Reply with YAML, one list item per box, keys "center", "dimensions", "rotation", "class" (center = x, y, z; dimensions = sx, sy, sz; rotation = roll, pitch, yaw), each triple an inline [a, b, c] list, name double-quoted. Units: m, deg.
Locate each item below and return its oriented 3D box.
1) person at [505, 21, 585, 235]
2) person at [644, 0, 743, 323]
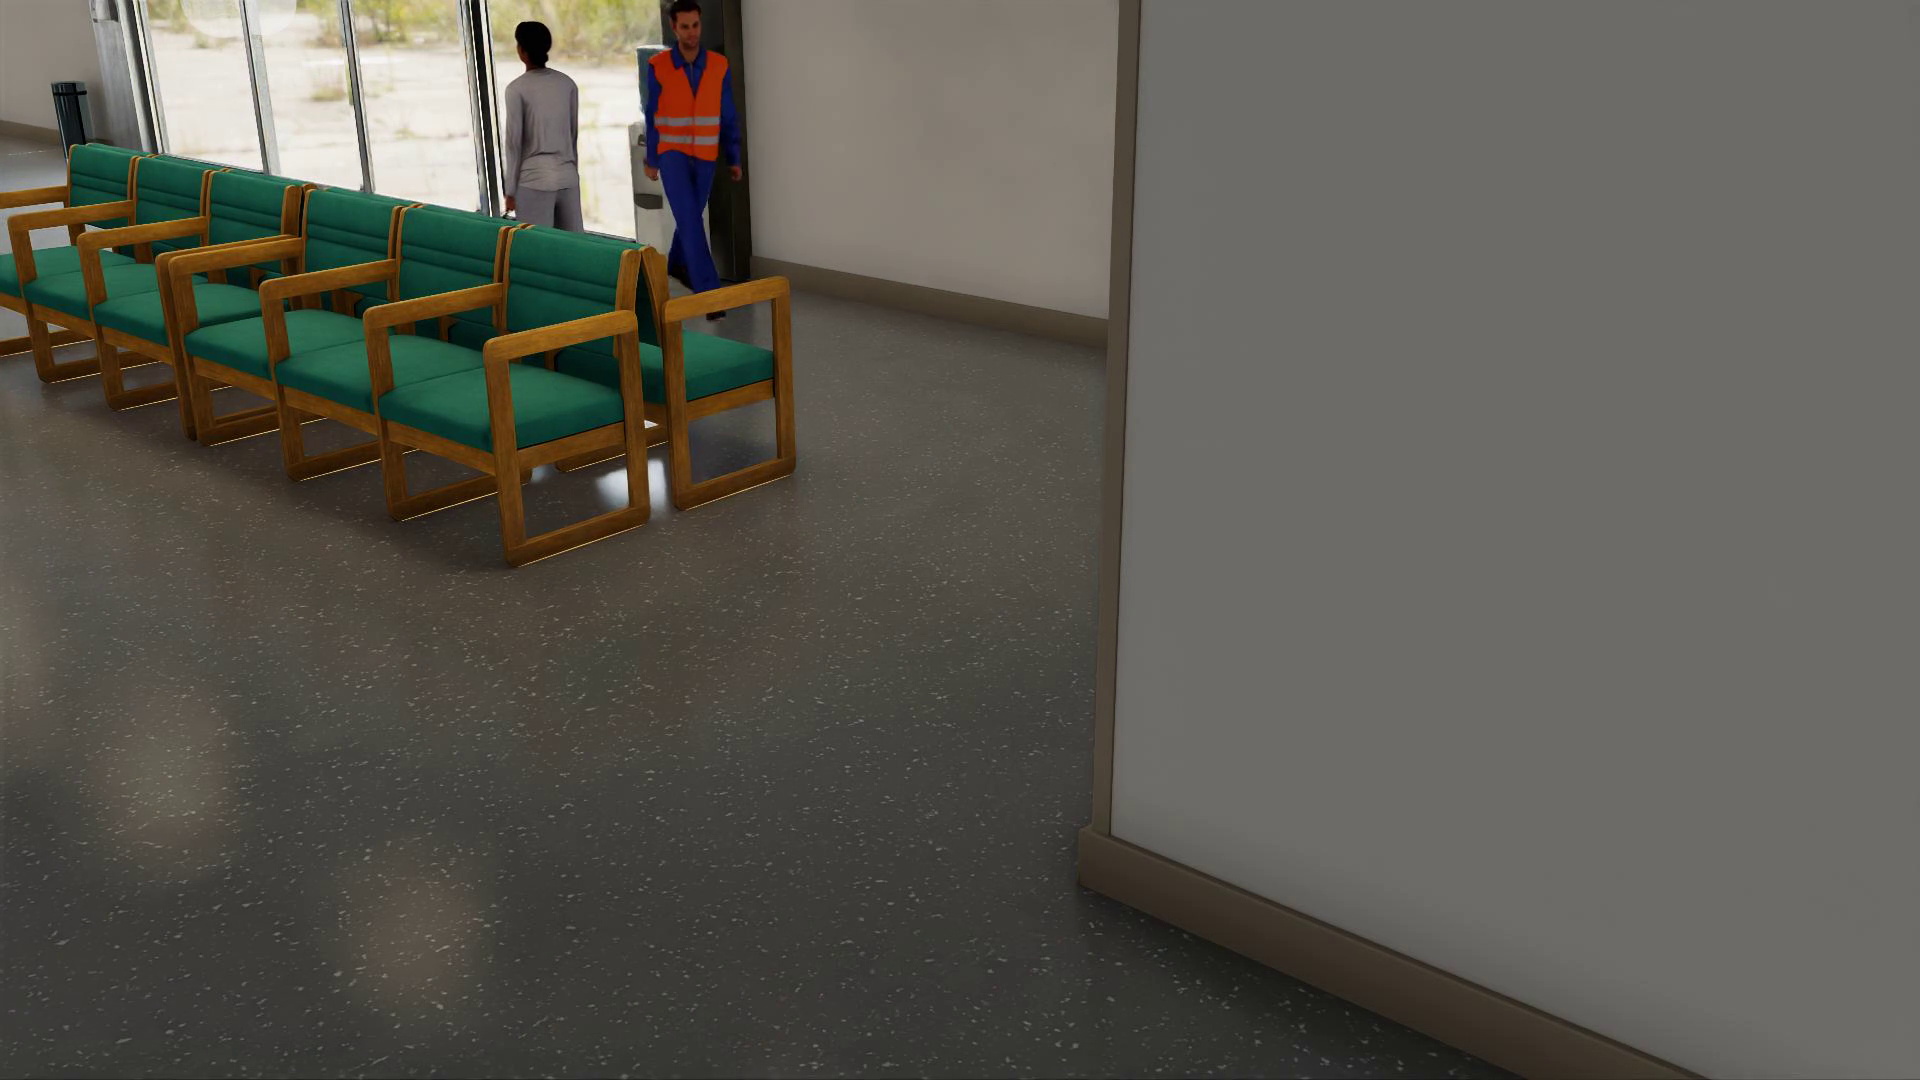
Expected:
- center: [-2.280, -1.973, 9.202]
  dimensions: [0.684, 1.737, 0.475]
  rotation: [18, 27, 39]
  class: "person"
- center: [-1.604, -2.173, 9.677]
  dimensions: [1.415, 1.774, 1.129]
  rotation: [-12, 24, -29]
  class: "person"
